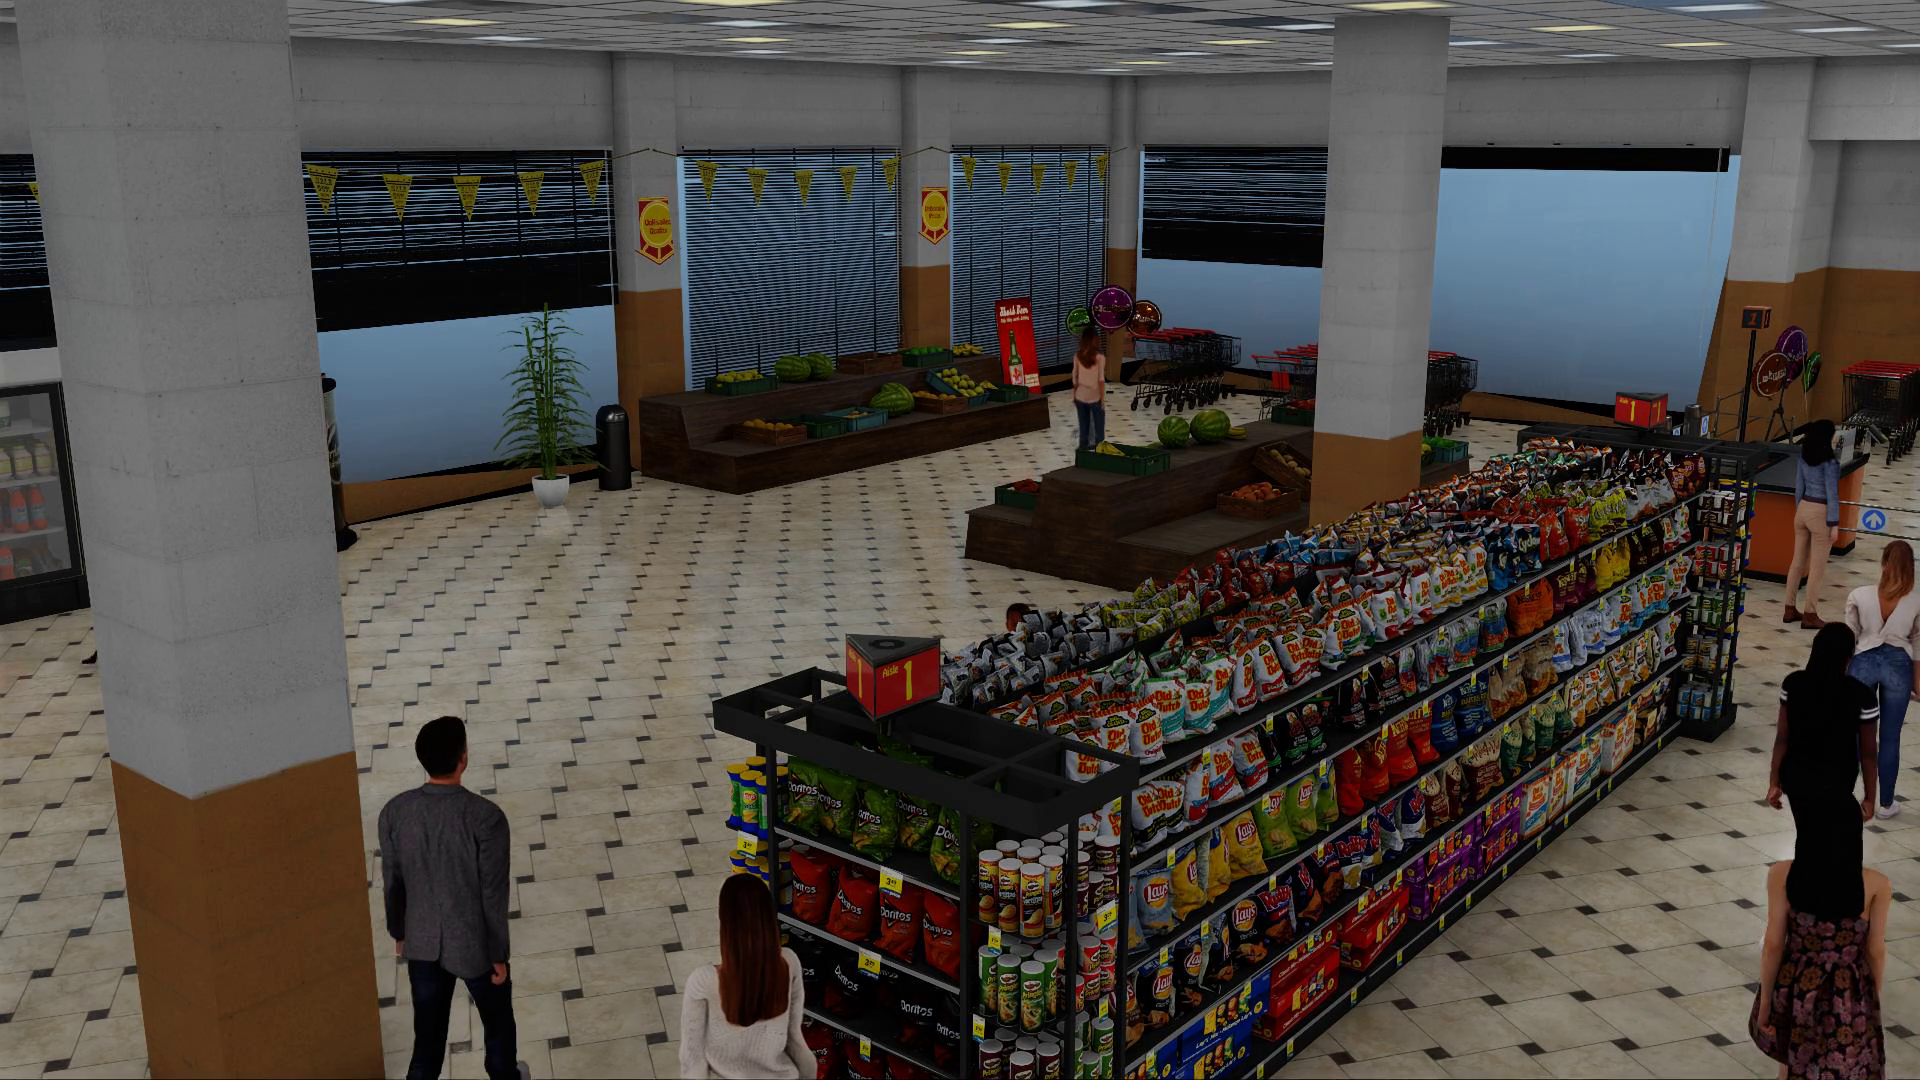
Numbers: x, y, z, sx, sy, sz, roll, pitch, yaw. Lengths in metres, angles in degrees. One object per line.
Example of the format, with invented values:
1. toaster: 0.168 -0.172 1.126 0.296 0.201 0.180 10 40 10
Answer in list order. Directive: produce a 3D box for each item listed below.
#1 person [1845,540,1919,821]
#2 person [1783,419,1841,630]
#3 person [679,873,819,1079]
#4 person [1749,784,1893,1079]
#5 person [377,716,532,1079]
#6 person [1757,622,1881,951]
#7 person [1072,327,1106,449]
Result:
1. person: 5.552 0.833 10.042 0.643 1.718 0.576 8 16 31
2. person: 7.165 -0.144 13.953 0.747 1.774 0.706 -3 14 -13
3. person: -0.709 1.923 5.600 0.604 1.694 0.740 -8 16 -29
4. person: 3.139 1.778 6.078 0.741 1.751 1.139 8 16 30
5. person: -2.007 1.639 6.484 1.165 1.829 1.306 1 14 4
6. person: 4.240 1.279 8.276 1.207 1.685 0.698 -13 19 -42
7. person: 1.556 -1.703 20.388 0.764 1.771 0.941 6 15 24
